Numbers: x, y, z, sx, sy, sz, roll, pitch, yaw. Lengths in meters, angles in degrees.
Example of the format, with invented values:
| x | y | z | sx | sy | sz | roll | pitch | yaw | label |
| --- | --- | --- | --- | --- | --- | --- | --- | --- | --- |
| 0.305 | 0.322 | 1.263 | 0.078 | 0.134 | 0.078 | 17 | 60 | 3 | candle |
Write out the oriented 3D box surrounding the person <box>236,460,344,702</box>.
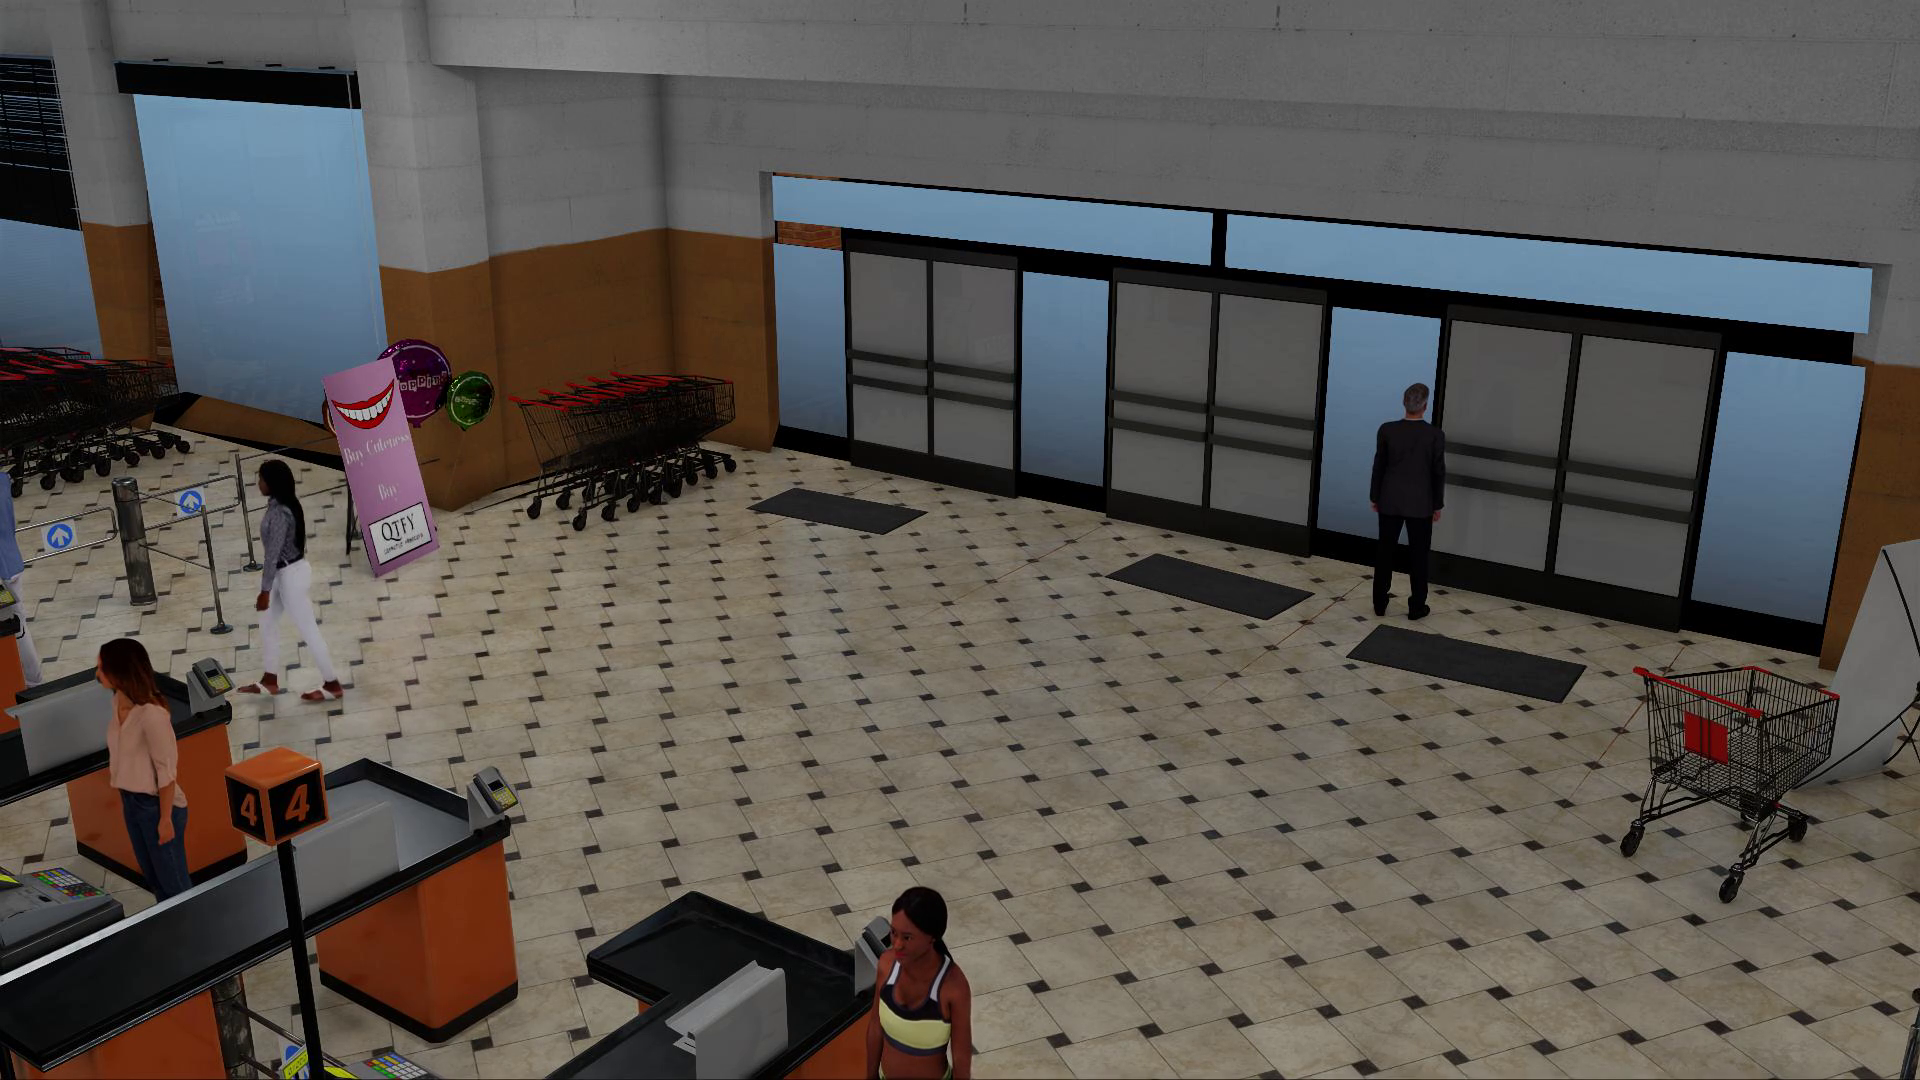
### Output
| x | y | z | sx | sy | sz | roll | pitch | yaw | label |
| --- | --- | --- | --- | --- | --- | --- | --- | --- | --- |
| -4.393 | 0.295 | 11.156 | 1.018 | 1.703 | 0.908 | -6 | 20 | -18 | person |

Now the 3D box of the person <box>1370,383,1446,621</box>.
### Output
| x | y | z | sx | sy | sz | roll | pitch | yaw | label |
| --- | --- | --- | --- | --- | --- | --- | --- | --- | --- |
| 3.414 | -0.303 | 12.715 | 0.761 | 1.840 | 0.656 | 8 | 20 | 22 | person |

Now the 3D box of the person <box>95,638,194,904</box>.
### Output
| x | y | z | sx | sy | sz | roll | pitch | yaw | label |
| --- | --- | --- | --- | --- | --- | --- | --- | --- | --- |
| -3.899 | 1.296 | 8.050 | 0.603 | 1.791 | 0.539 | 15 | 24 | 37 | person |

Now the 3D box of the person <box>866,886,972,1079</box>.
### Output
| x | y | z | sx | sy | sz | roll | pitch | yaw | label |
| --- | --- | --- | --- | --- | --- | --- | --- | --- | --- |
| -0.139 | 2.017 | 5.967 | 0.571 | 1.755 | 0.535 | 10 | 21 | 28 | person |

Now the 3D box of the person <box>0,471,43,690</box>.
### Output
| x | y | z | sx | sy | sz | roll | pitch | yaw | label |
| --- | --- | --- | --- | --- | --- | --- | --- | --- | --- |
| -6.506 | 0.180 | 11.207 | 0.804 | 1.888 | 0.705 | 0 | 19 | 0 | person |
